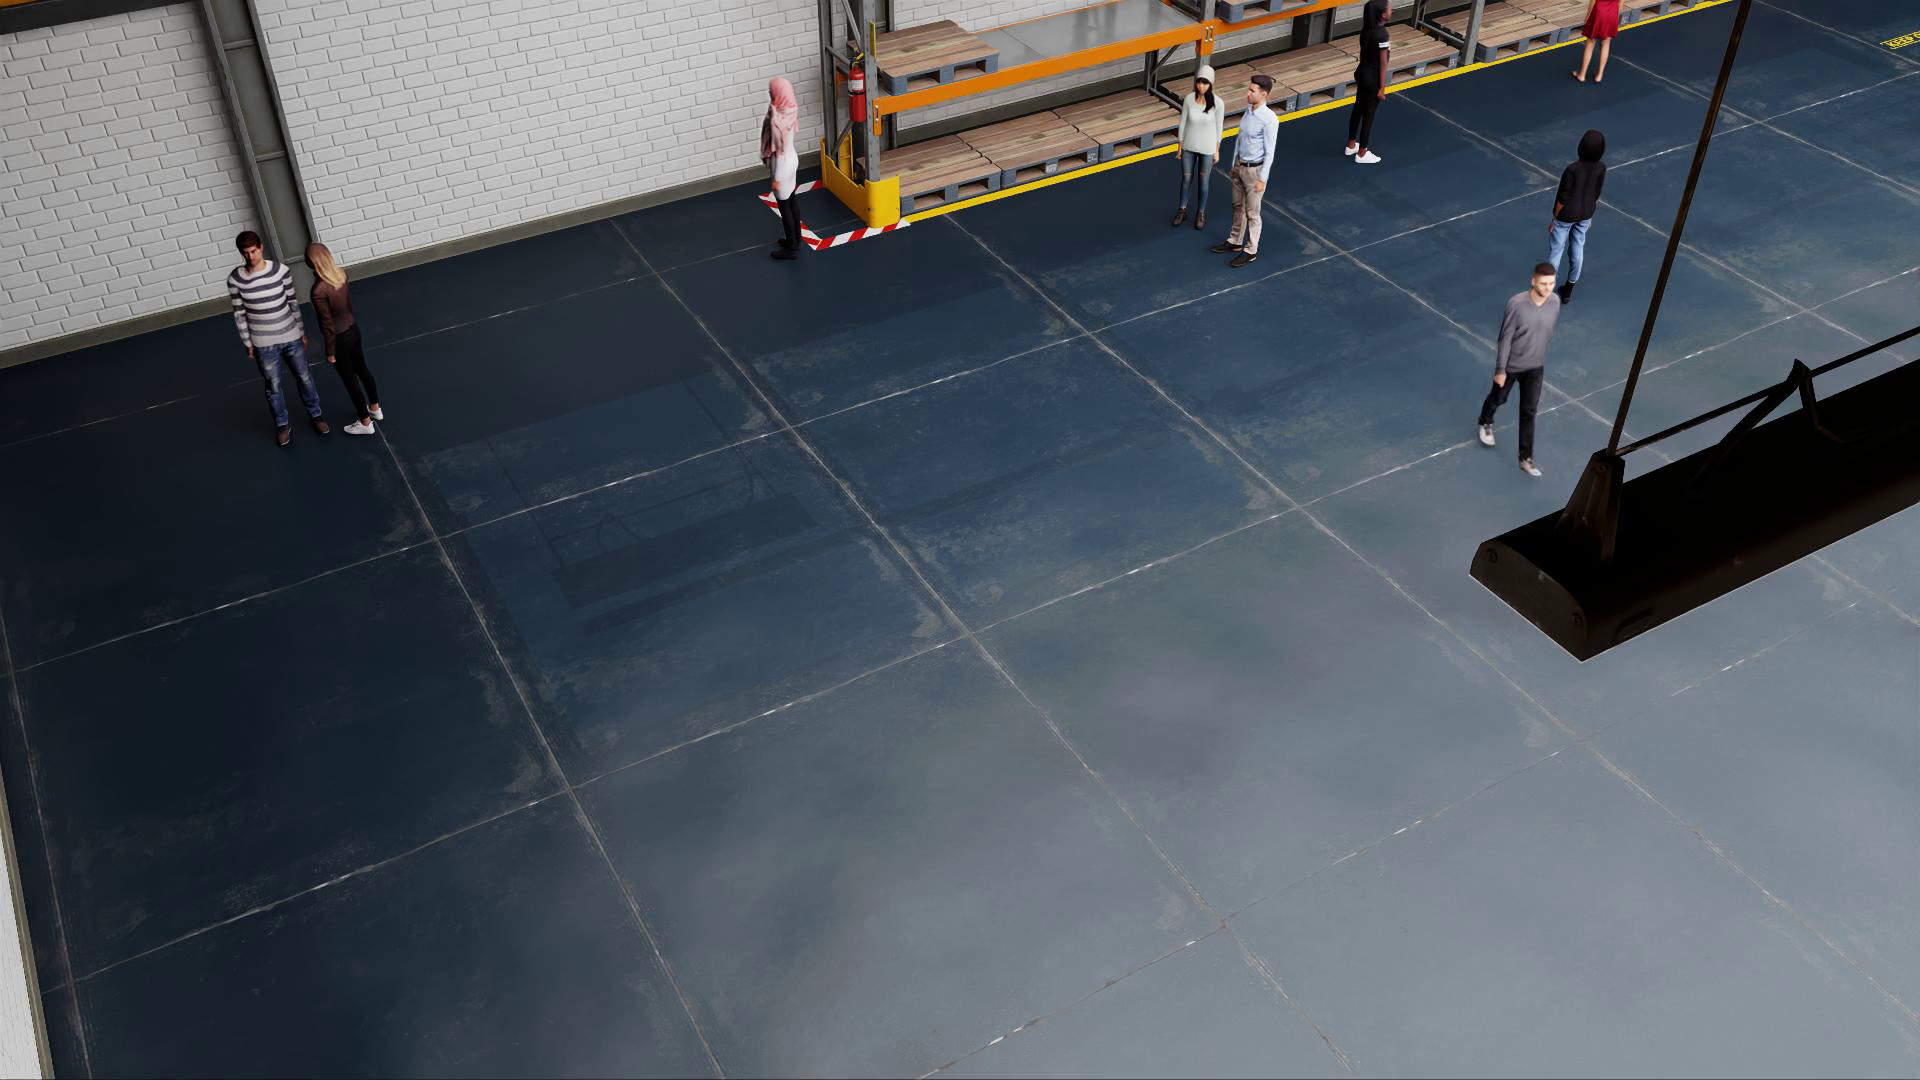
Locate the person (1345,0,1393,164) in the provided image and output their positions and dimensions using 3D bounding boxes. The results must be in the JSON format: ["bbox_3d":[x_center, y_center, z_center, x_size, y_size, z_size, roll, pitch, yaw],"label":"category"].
[{"bbox_3d":[4.301,-4.819,17.417,0.646,1.728,0.661,-11,40,-13],"label":"person"}]

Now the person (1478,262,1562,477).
[{"bbox_3d":[4.400,-1.429,13.184,1.125,1.713,0.995,-4,39,-5],"label":"person"}]

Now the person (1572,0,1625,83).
[{"bbox_3d":[7.382,-6.037,19.082,0.674,1.553,0.735,3,39,4],"label":"person"}]

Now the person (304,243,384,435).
[{"bbox_3d":[-4.989,-1.631,13.445,0.704,1.703,0.672,6,39,7],"label":"person"}]

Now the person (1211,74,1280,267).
[{"bbox_3d":[2.733,-3.496,15.664,0.603,1.847,0.653,-17,42,-20],"label":"person"}]

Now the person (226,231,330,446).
[{"bbox_3d":[-5.496,-1.646,13.342,0.474,1.854,0.715,-18,42,-21],"label":"person"}]

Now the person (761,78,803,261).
[{"bbox_3d":[-1.662,-3.515,15.723,0.795,1.804,0.740,8,39,10],"label":"person"}]

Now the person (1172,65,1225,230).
[{"bbox_3d":[2.335,-3.839,16.257,0.632,1.644,0.683,11,40,13],"label":"person"}]

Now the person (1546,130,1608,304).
[{"bbox_3d":[5.547,-2.912,15.050,0.573,1.702,0.689,-7,39,-9],"label":"person"}]
